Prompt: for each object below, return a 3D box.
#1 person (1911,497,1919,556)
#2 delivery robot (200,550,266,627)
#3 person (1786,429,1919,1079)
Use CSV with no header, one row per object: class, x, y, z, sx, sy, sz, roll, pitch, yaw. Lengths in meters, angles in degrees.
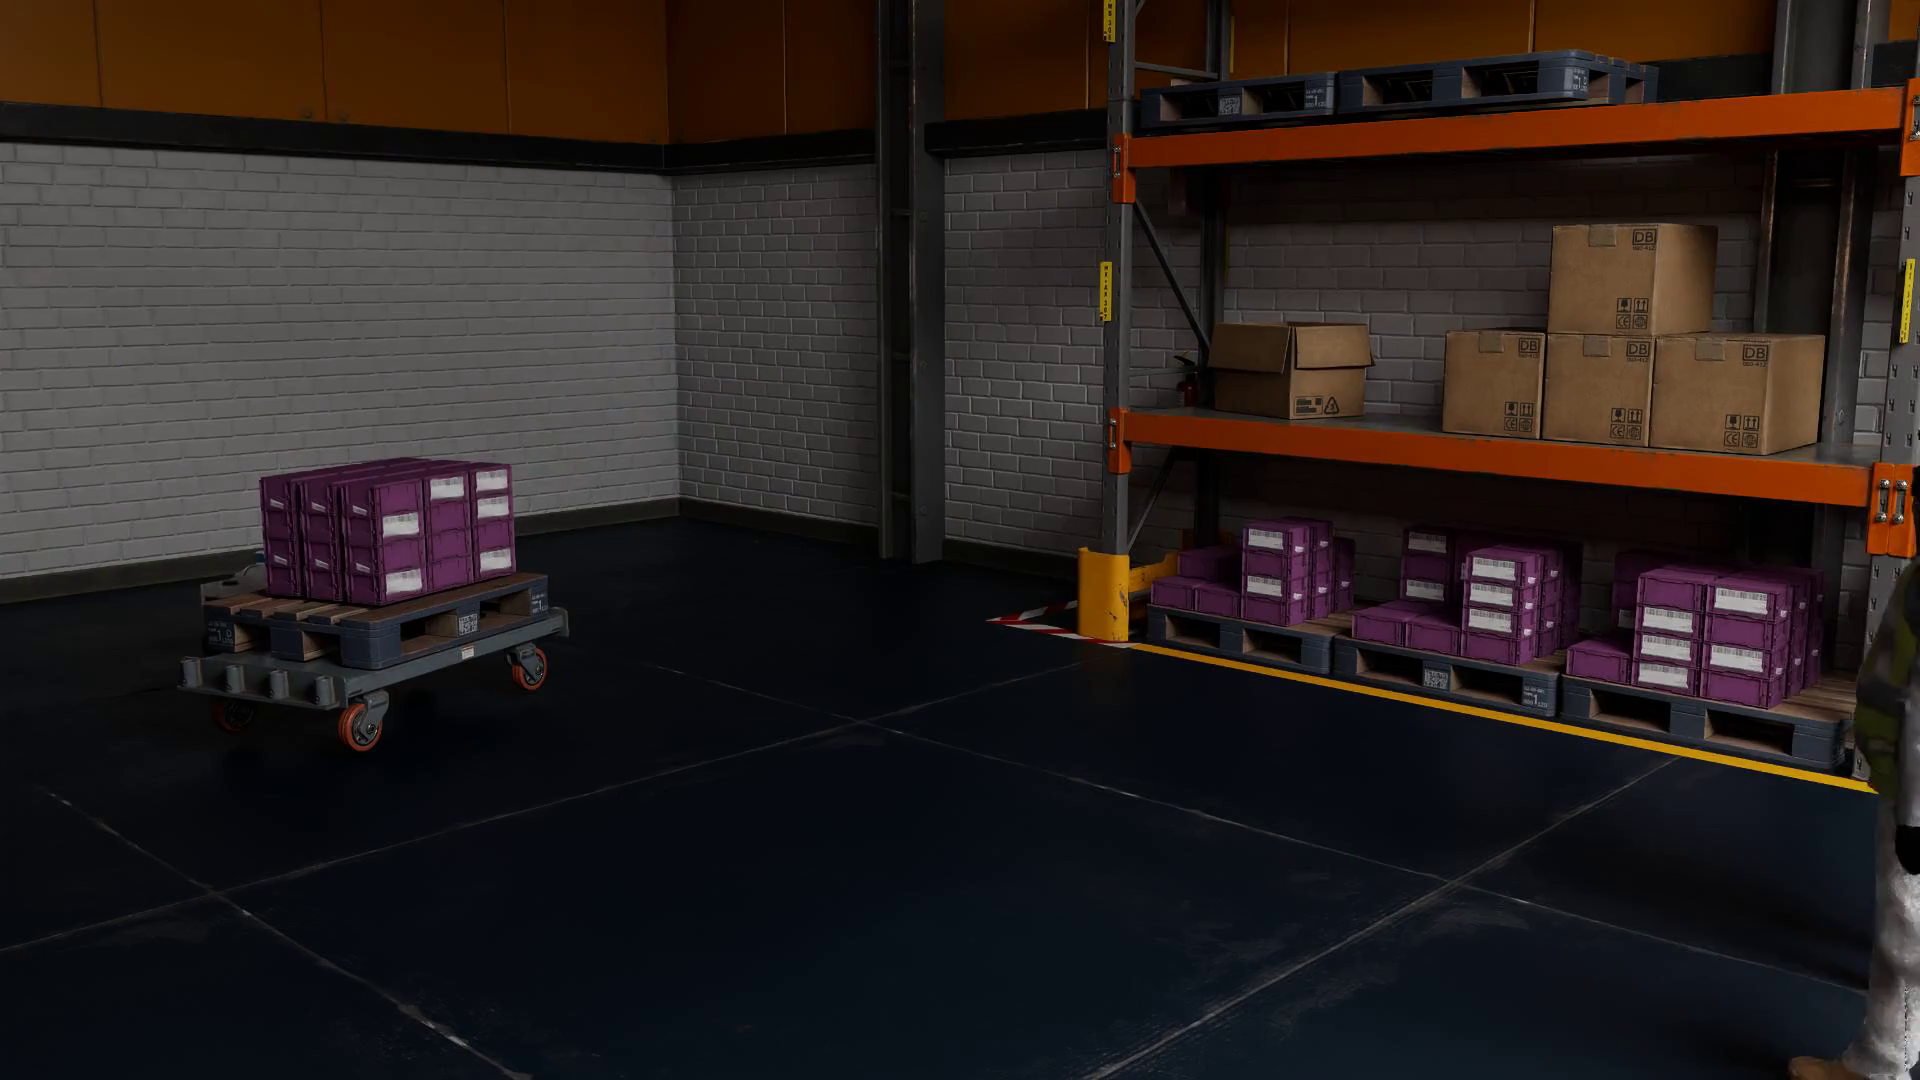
person,2.941,0.408,4.719,0.642,1.910,0.401,-7,12,-36
delivery robot,-3.833,0.301,9.213,0.477,0.478,0.707,4,10,24
person,2.416,0.581,3.930,0.631,1.822,0.723,-8,12,-42
